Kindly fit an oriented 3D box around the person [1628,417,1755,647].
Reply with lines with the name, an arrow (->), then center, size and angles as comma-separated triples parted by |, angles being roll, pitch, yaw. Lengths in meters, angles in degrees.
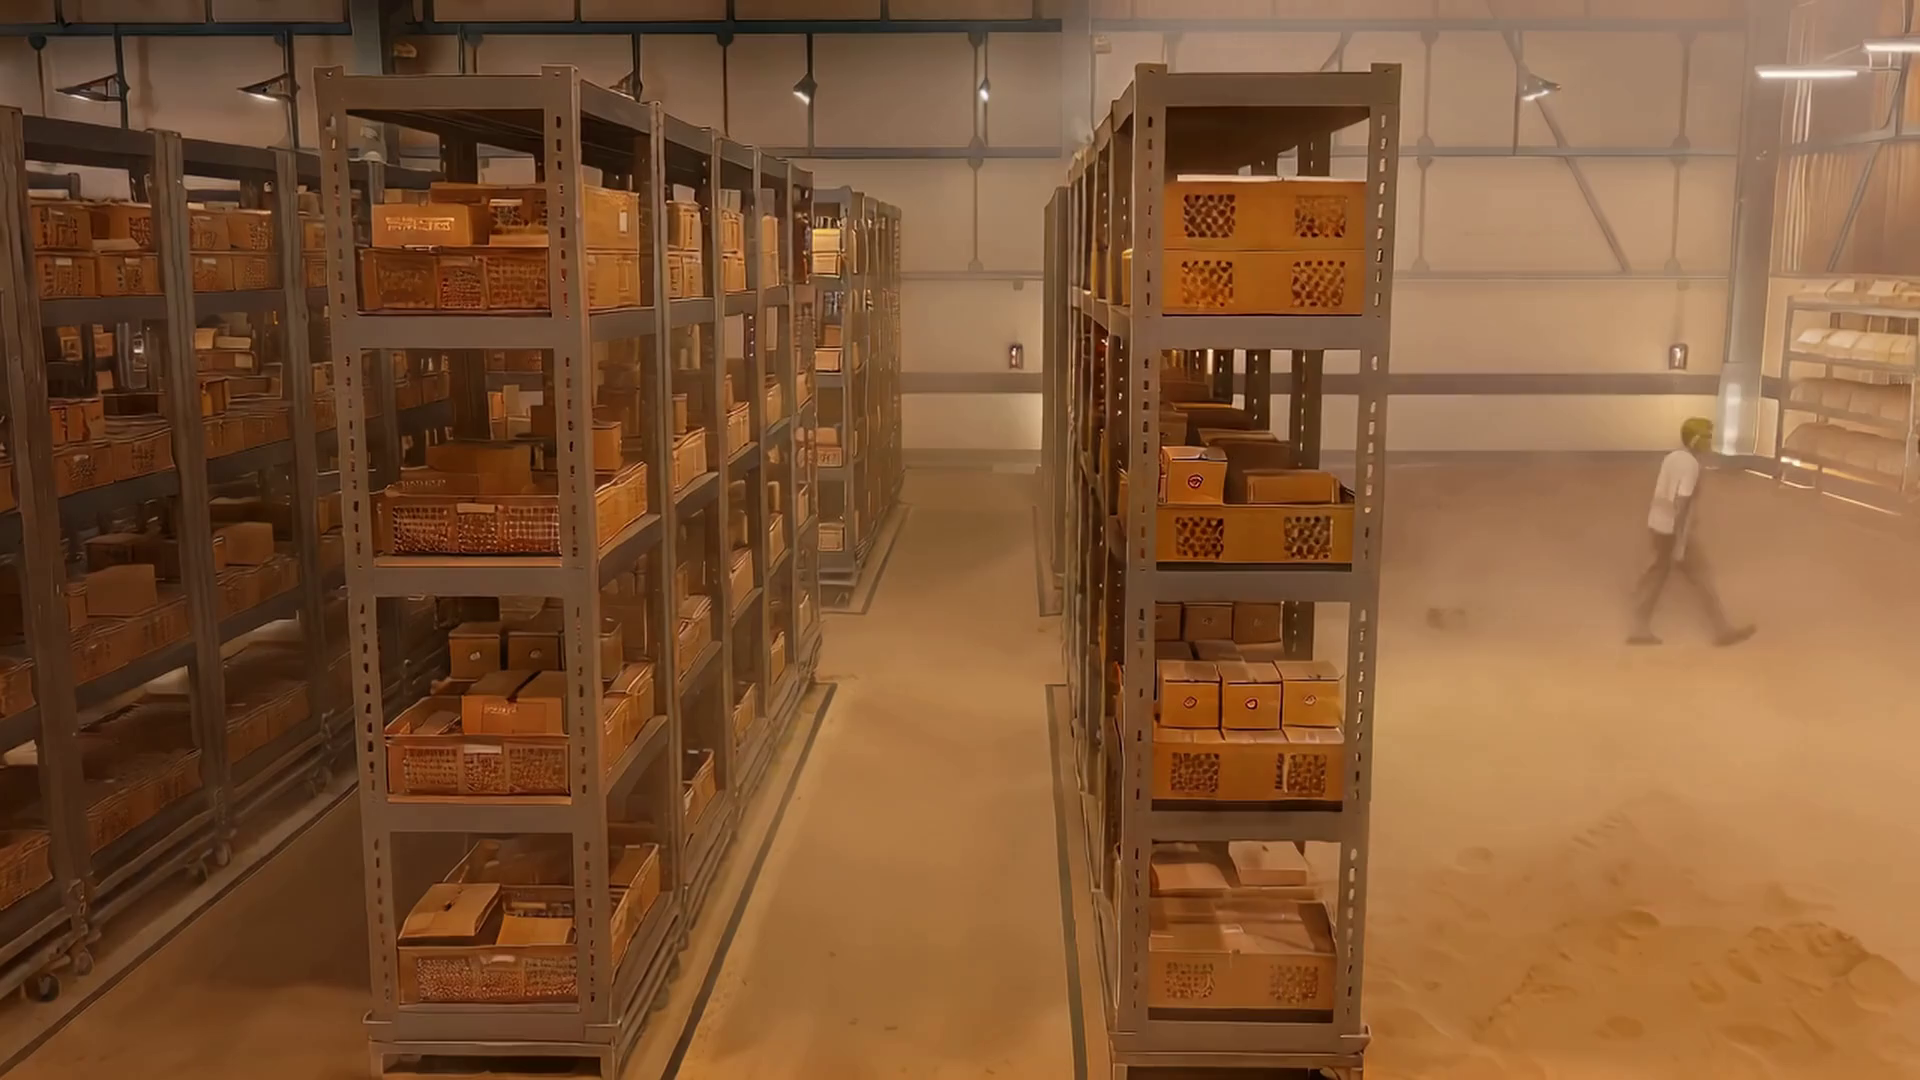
person -> 5.700, -0.049, 12.898 | 0.965, 1.795, 0.572 | 0, 10, -1
